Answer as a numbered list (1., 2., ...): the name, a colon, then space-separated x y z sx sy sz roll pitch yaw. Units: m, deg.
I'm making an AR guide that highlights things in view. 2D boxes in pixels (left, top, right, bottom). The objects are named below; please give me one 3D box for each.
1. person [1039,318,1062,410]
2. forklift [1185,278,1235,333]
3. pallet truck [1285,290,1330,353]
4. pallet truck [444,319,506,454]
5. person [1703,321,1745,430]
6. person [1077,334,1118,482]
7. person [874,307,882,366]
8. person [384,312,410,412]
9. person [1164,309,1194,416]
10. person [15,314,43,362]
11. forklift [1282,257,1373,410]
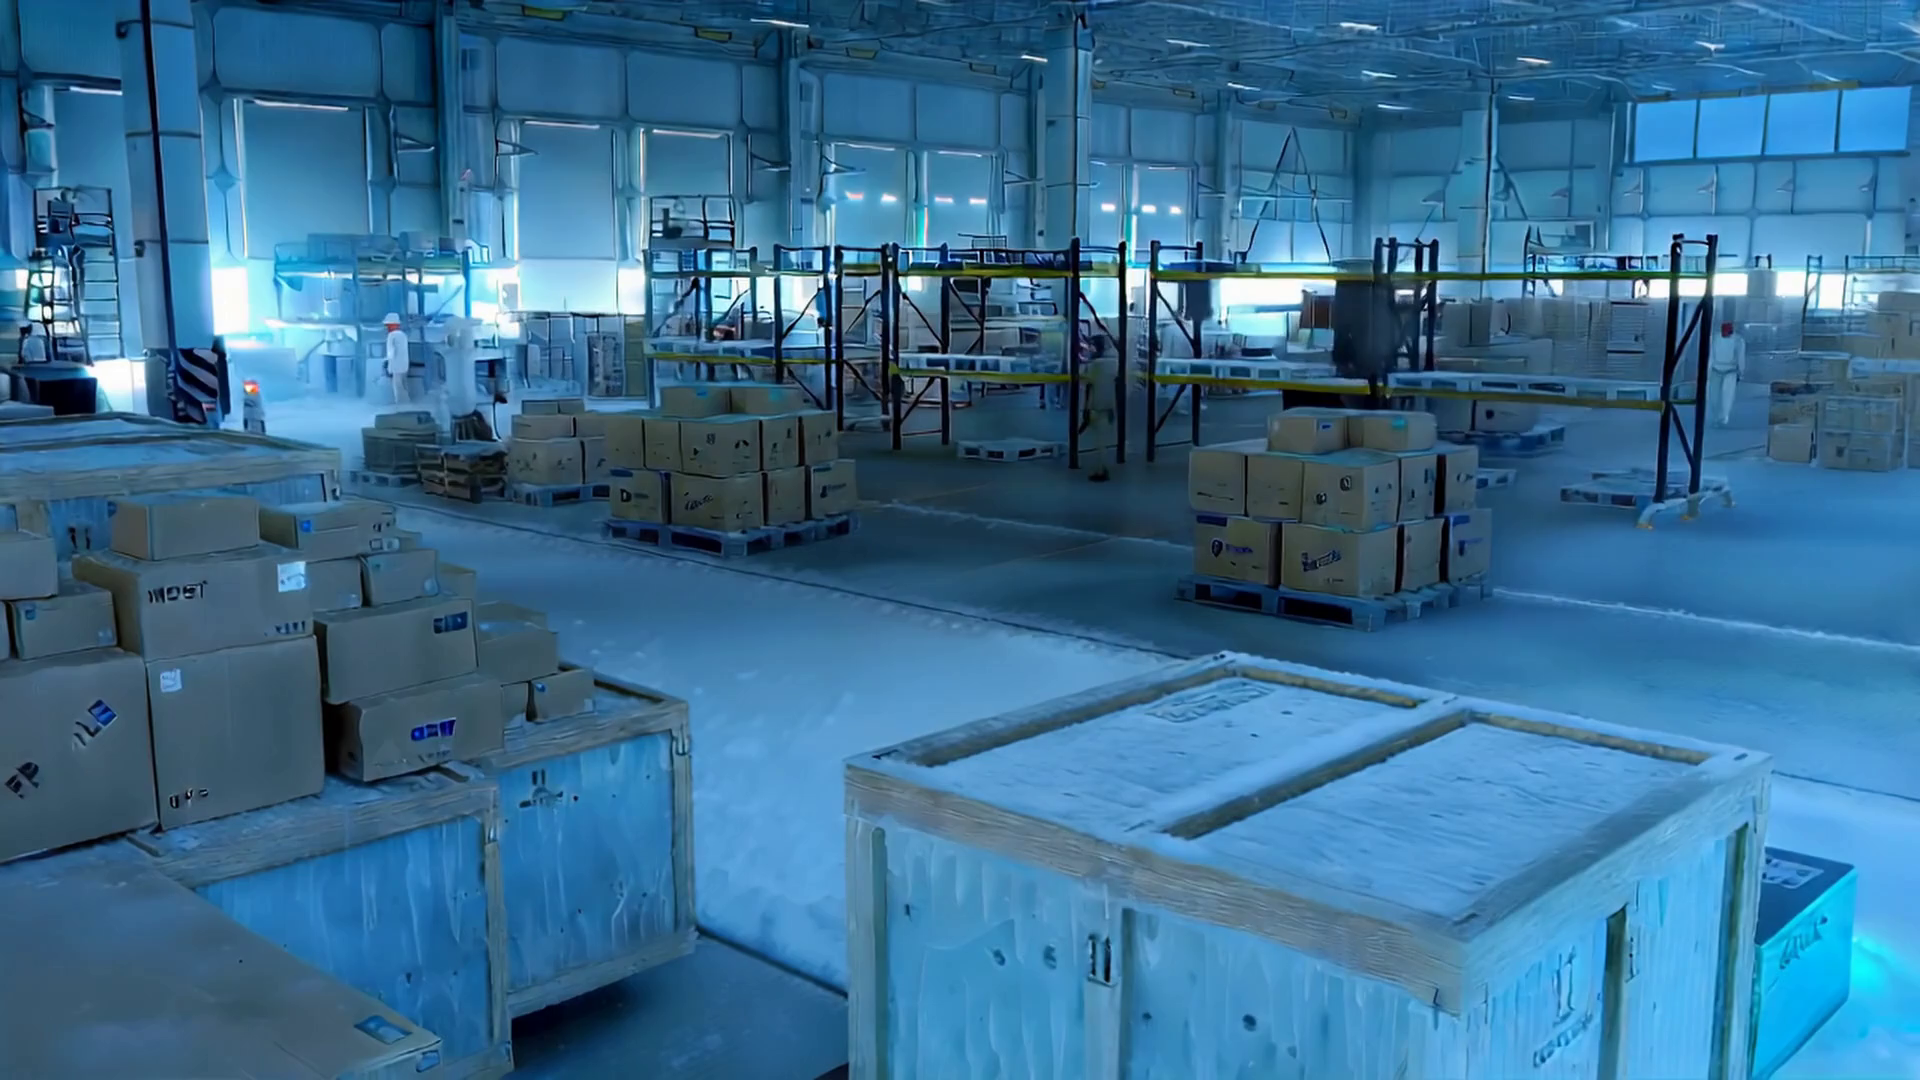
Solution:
1. person: 1.729 -3.330 31.472 0.488 1.736 0.323 -5 11 -29
2. forklift: 6.700 -6.374 46.624 1.873 2.768 1.129 9 13 43
3. pallet truck: 11.297 -6.951 52.861 1.885 1.965 0.823 -5 11 -29
4. pallet truck: -6.981 -1.942 22.150 1.885 1.965 0.823 1 9 9
5. person: 12.700 -2.740 27.696 0.620 1.795 0.978 5 10 27
6. person: 1.681 -1.638 20.740 0.544 1.847 0.552 8 12 41
7. person: -2.148 -5.387 44.397 0.320 1.631 0.526 0 9 -3
8. person: -9.455 -2.849 27.930 0.370 1.927 0.588 1 9 5
9. person: 3.988 -3.222 30.179 0.627 1.941 0.370 -5 10 -27
10. person: -14.776 -2.618 26.480 0.358 1.938 0.542 -6 11 -32
11. forklift: 6.028 -2.950 25.630 1.873 2.768 1.129 6 11 33
